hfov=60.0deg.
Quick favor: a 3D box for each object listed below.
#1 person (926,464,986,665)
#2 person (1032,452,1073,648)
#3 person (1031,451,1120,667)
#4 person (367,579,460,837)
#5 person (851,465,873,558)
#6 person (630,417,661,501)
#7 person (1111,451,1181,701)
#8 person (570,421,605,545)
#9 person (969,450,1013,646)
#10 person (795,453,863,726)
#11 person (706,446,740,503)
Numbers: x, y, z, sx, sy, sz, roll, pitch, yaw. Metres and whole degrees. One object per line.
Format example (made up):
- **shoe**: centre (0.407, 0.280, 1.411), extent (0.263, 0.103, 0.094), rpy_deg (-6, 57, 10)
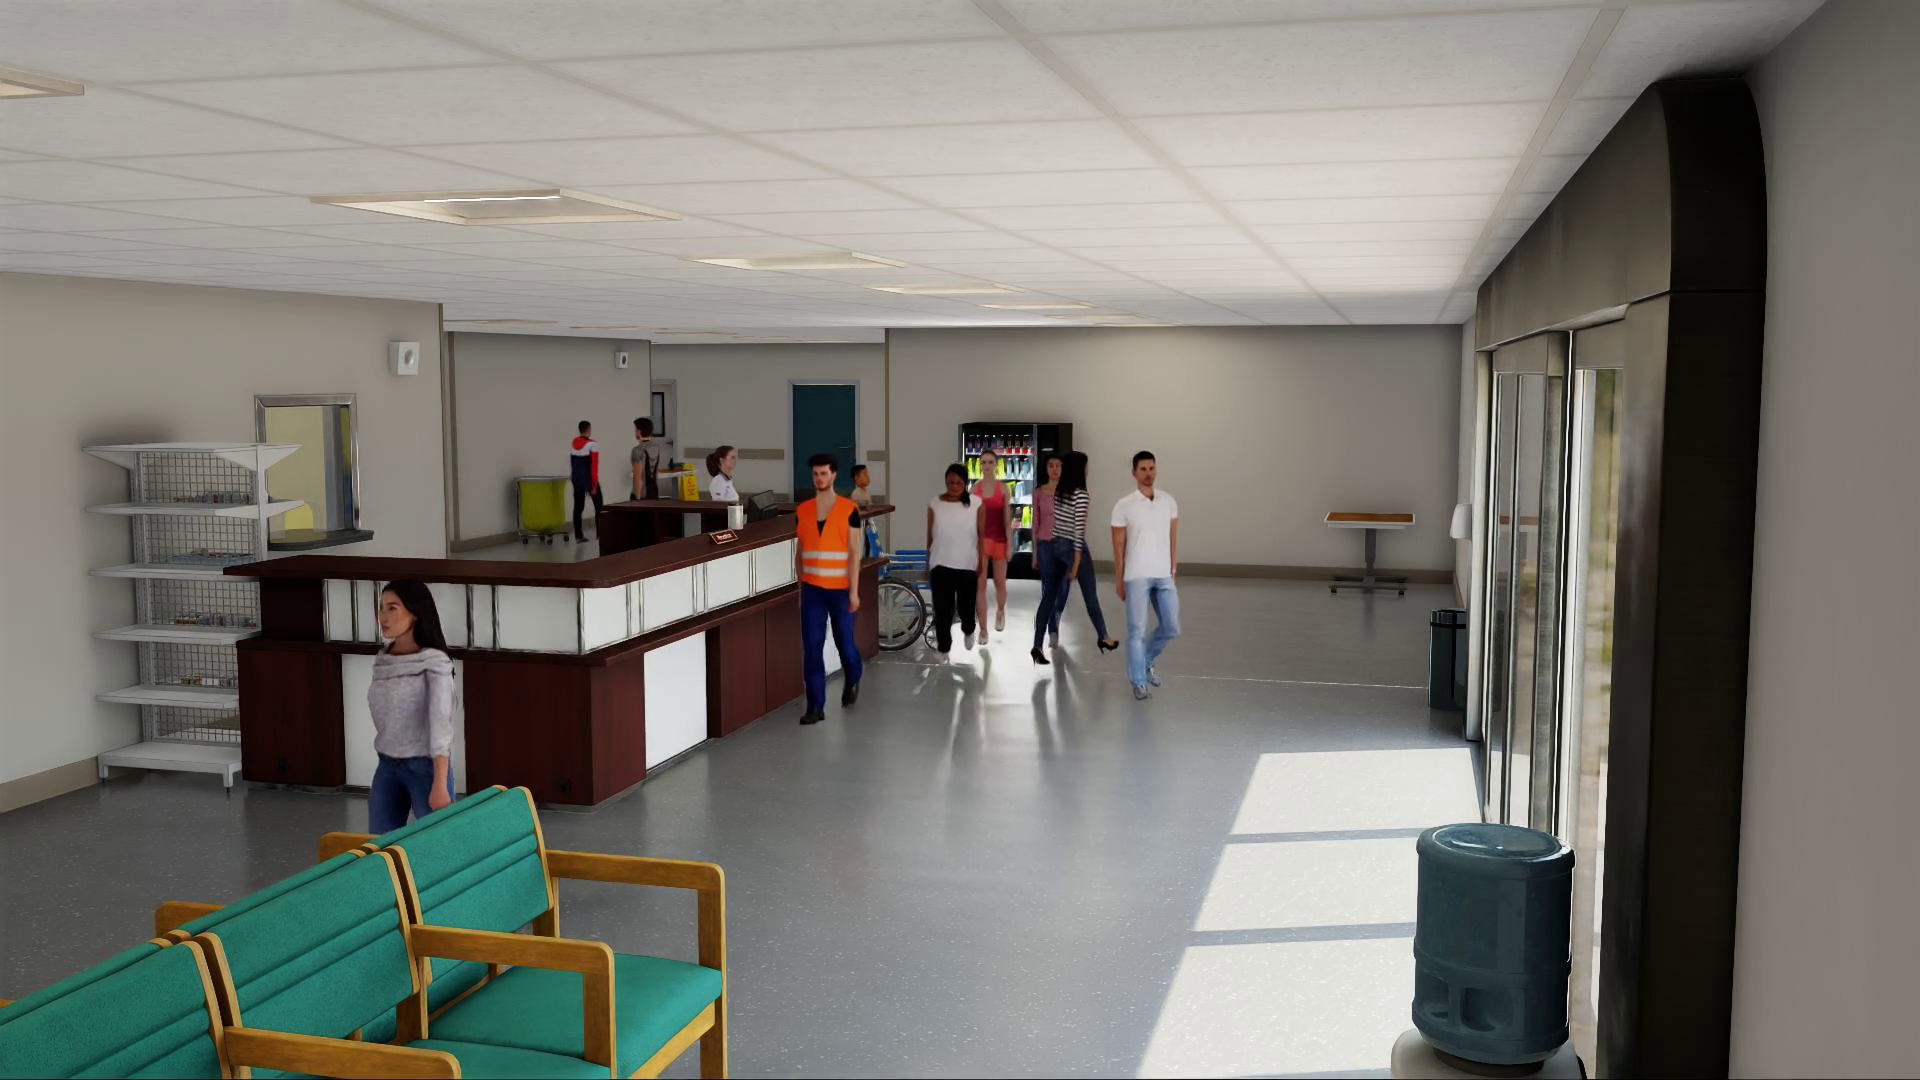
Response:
- **person**: centre (-0.017, 0.194, 14.038), extent (0.715, 1.672, 0.747), rpy_deg (1, 6, 12)
- **person**: centre (0.856, 0.079, 14.933), extent (1.023, 1.721, 0.773), rpy_deg (0, 6, 5)
- **person**: centre (0.803, 0.197, 13.602), extent (1.084, 1.736, 1.168), rpy_deg (-5, 8, -43)
- **person**: centre (-2.126, 0.964, 6.730), extent (1.061, 1.601, 0.895), rpy_deg (4, 7, 33)
- **person**: centre (-1.054, -0.072, 17.710), extent (0.493, 1.465, 0.543), rpy_deg (2, 6, 15)
- **person**: centre (-3.780, -0.545, 20.383), extent (1.129, 1.872, 0.762), rpy_deg (3, 6, 24)
- **person**: centre (1.380, 0.265, 12.460), extent (0.896, 1.845, 0.937), rpy_deg (-2, 6, -15)
- **person**: centre (-5.389, -0.806, 23.638), extent (0.797, 1.738, 0.728), rpy_deg (2, 6, 19)
- **person**: centre (0.282, 0.063, 15.088), extent (1.097, 1.720, 0.765), rpy_deg (0, 6, 4)
- **person**: centre (-0.889, 0.339, 11.686), extent (1.078, 1.853, 0.732), rpy_deg (1, 6, 12)
- **person**: centre (-2.328, -0.004, 15.785), extent (1.191, 1.715, 0.737), rpy_deg (1, 6, 5)
